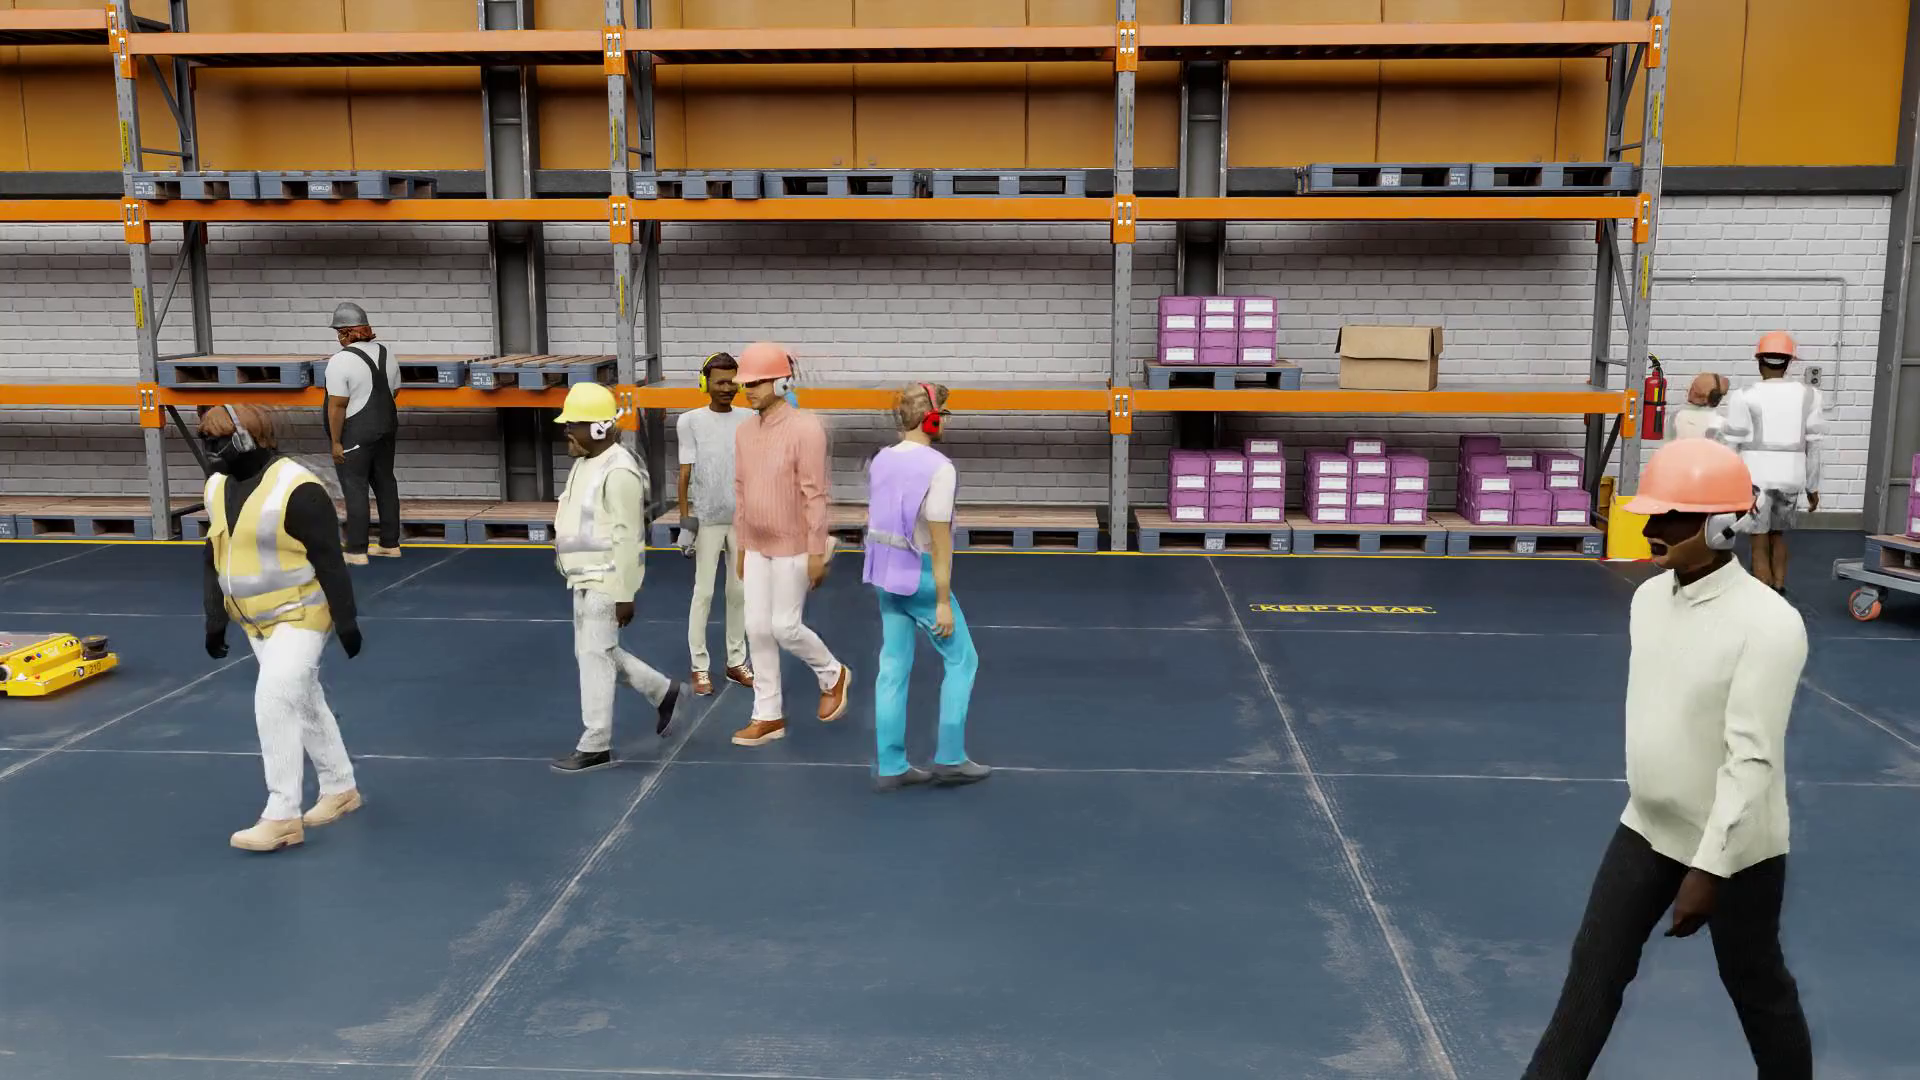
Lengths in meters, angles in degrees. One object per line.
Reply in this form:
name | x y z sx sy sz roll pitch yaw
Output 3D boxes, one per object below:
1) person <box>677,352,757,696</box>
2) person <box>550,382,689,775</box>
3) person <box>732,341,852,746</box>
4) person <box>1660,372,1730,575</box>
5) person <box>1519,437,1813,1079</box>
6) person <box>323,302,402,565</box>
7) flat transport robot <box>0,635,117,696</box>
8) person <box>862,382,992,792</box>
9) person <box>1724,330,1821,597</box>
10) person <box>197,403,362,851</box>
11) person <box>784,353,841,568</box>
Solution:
person | -1.295 -0.092 9.092 0.532 1.864 0.310 -7 12 -34
person | -1.605 0.166 7.750 0.657 1.815 0.598 -6 11 -30
person | -0.856 0.016 8.124 0.630 1.976 0.554 8 13 39
person | 4.864 -0.310 11.104 0.593 1.620 0.532 -6 11 -30
person | 1.764 0.717 4.128 1.025 1.938 0.610 -3 10 -16
person | -4.686 -0.838 12.945 0.536 2.000 0.680 4 11 24
flat transport robot | -5.572 0.674 9.265 1.431 0.197 0.652 1 10 6
person | -0.112 0.209 7.430 0.669 1.821 0.606 -7 12 -37
person | 5.154 -0.376 10.633 0.569 1.907 0.473 1 10 4
person | -2.787 0.340 6.759 0.646 1.797 0.804 7 12 34
person | -1.267 -0.578 12.501 0.695 1.676 0.539 1 10 4
